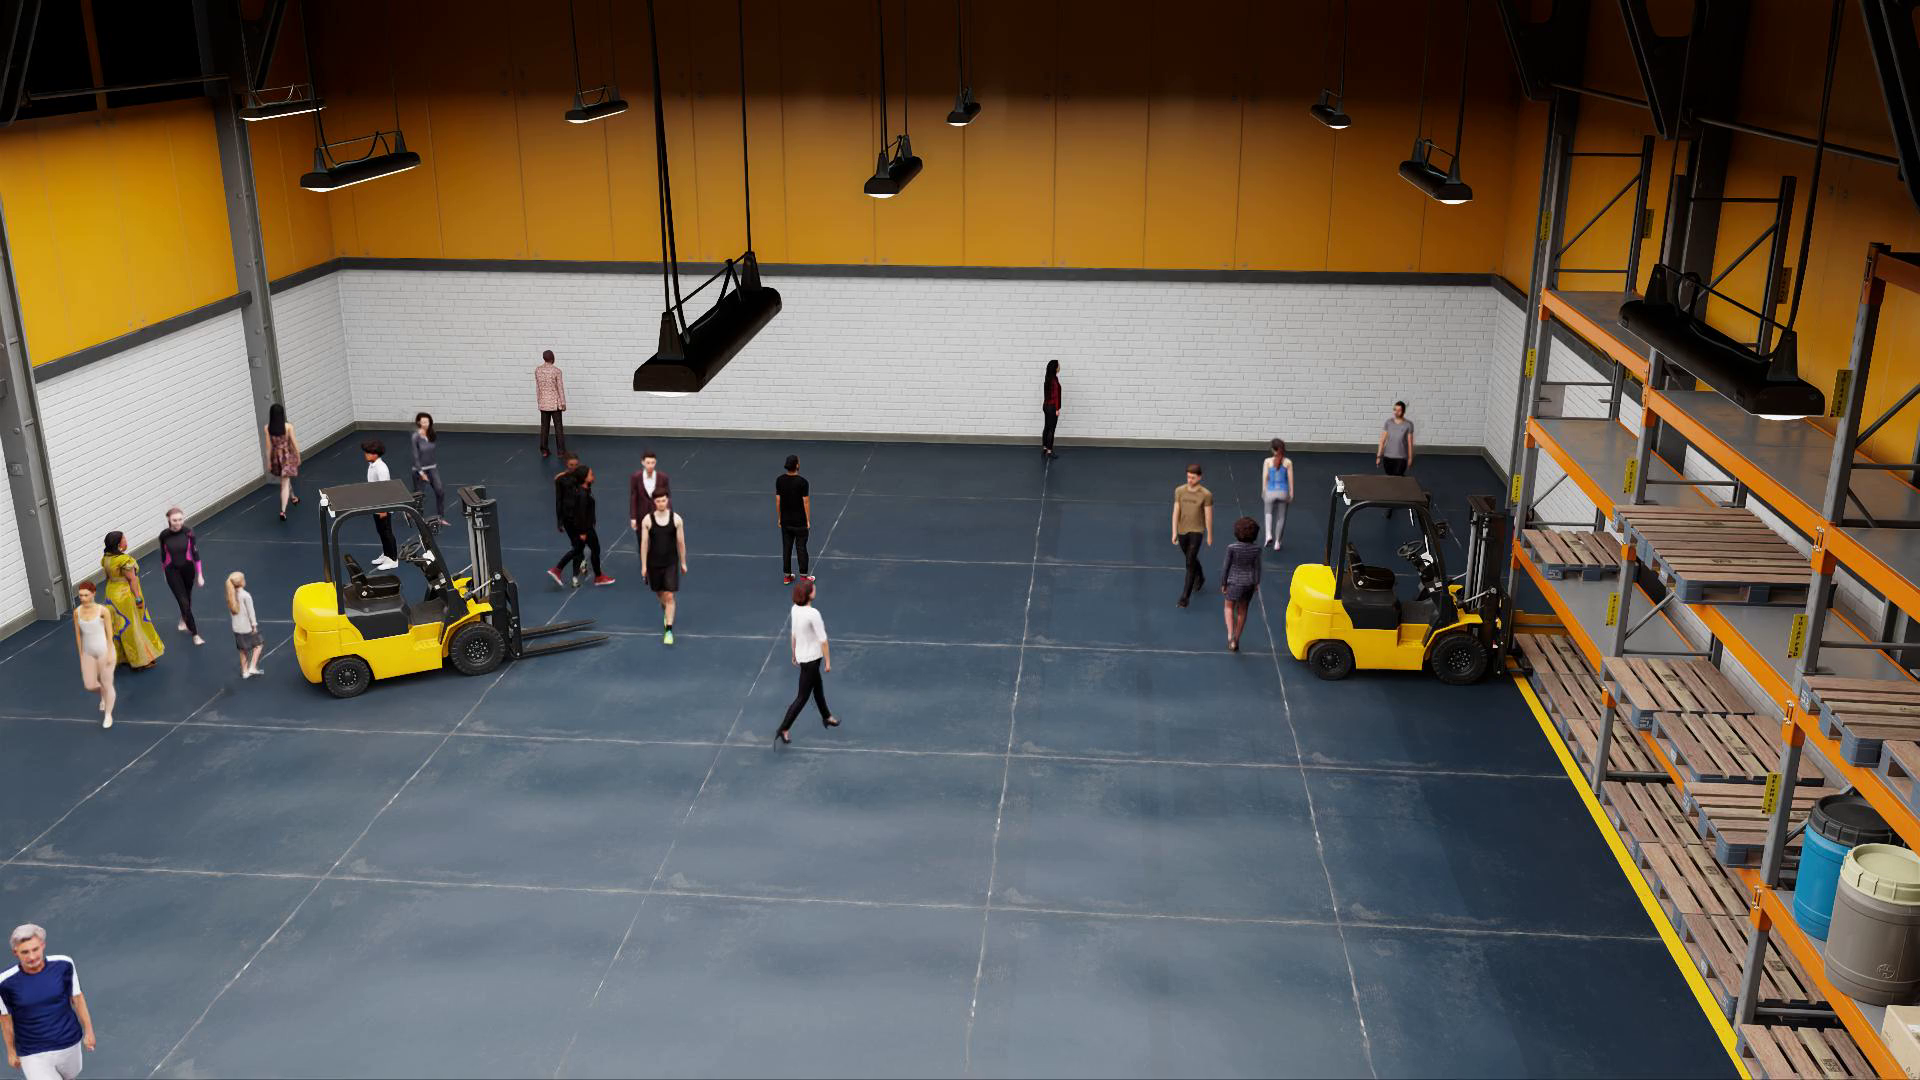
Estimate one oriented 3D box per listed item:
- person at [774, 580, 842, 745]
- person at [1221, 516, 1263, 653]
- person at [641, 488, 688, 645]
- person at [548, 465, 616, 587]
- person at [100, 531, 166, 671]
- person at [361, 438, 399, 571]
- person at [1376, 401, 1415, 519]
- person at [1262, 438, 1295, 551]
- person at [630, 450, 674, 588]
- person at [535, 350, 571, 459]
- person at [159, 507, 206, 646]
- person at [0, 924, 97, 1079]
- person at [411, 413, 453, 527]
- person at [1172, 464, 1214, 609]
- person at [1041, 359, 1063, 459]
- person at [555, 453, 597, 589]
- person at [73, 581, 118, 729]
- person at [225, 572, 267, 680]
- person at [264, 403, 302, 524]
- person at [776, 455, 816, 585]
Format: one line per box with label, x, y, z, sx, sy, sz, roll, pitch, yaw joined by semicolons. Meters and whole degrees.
person;-1.643;1.309;17.228;1.179;1.753;1.097;-16;24;-39
person;3.311;0.574;19.511;0.645;1.690;0.684;-1;19;-2
person;-3.594;0.265;20.172;0.833;1.853;1.241;-2;19;-5
person;-4.999;-0.151;21.730;0.937;1.646;1.102;-6;20;-17
person;-9.655;0.681;19.237;0.981;1.660;0.967;11;21;29
person;-7.843;-0.502;22.520;0.781;1.808;0.695;-12;22;-32
person;6.524;-1.221;24.812;1.013;1.707;1.251;12;22;32
person;4.407;-0.610;23.171;0.645;1.597;0.738;4;19;13
person;-4.064;-0.299;21.848;0.783;1.852;0.744;-4;19;-12
person;-6.843;-2.275;27.796;0.724;1.801;0.657;5;19;15
person;-9.397;0.419;20.012;1.081;1.664;1.235;-10;21;-28
person;-6.111;3.341;11.133;1.167;1.793;1.198;-16;24;-39
person;-7.844;-1.024;24.192;0.912;1.731;0.897;13;23;34
person;3.002;-0.099;21.327;1.071;1.805;1.348;11;22;30
person;1.509;-2.194;27.793;0.716;1.649;0.595;-7;20;-20
person;-5.090;-0.309;22.028;0.717;1.756;1.204;-1;19;-2
person;-9.182;1.189;17.781;0.635;1.629;0.763;-2;19;-6
person;-8.187;0.990;18.938;0.595;1.266;0.620;7;20;21
person;-9.945;-1.090;24.419;0.800;1.710;1.235;-3;19;-7
person;-2.186;-0.270;21.909;0.679;1.758;0.646;7;20;20
